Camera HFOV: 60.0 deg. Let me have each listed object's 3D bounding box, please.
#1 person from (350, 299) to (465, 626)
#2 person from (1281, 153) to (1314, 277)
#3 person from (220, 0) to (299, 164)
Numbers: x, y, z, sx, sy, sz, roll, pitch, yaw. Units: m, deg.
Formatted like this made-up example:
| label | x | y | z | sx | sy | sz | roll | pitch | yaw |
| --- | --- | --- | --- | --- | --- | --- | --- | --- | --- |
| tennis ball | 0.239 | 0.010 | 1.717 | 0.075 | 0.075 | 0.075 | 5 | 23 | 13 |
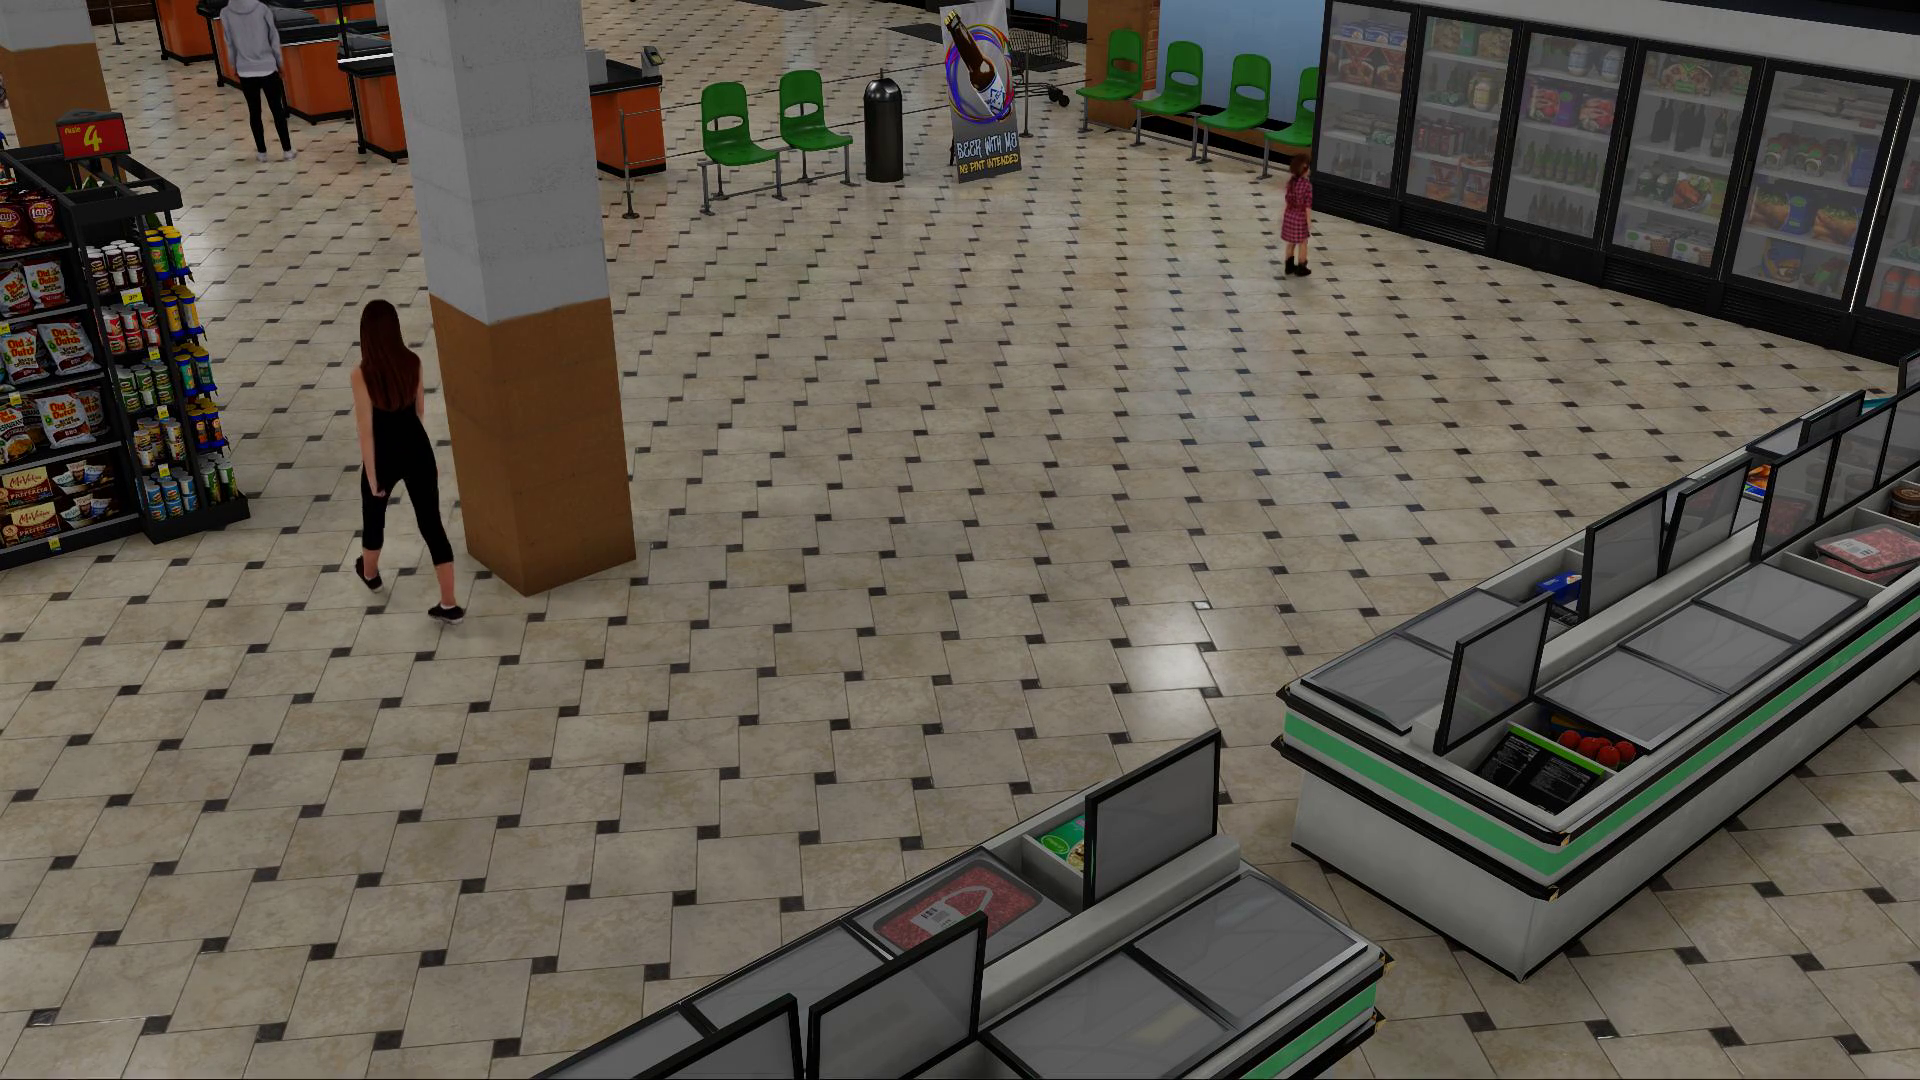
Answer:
| label | x | y | z | sx | sy | sz | roll | pitch | yaw |
| --- | --- | --- | --- | --- | --- | --- | --- | --- | --- |
| person | -2.801 | -0.348 | 8.487 | 1.059 | 1.676 | 0.611 | -23 | 35 | -38 |
| person | 2.791 | -2.701 | 13.850 | 0.456 | 1.020 | 0.453 | -21 | 34 | -35 |
| person | -7.251 | -4.882 | 17.150 | 0.654 | 1.926 | 0.813 | -9 | 28 | -17 |
